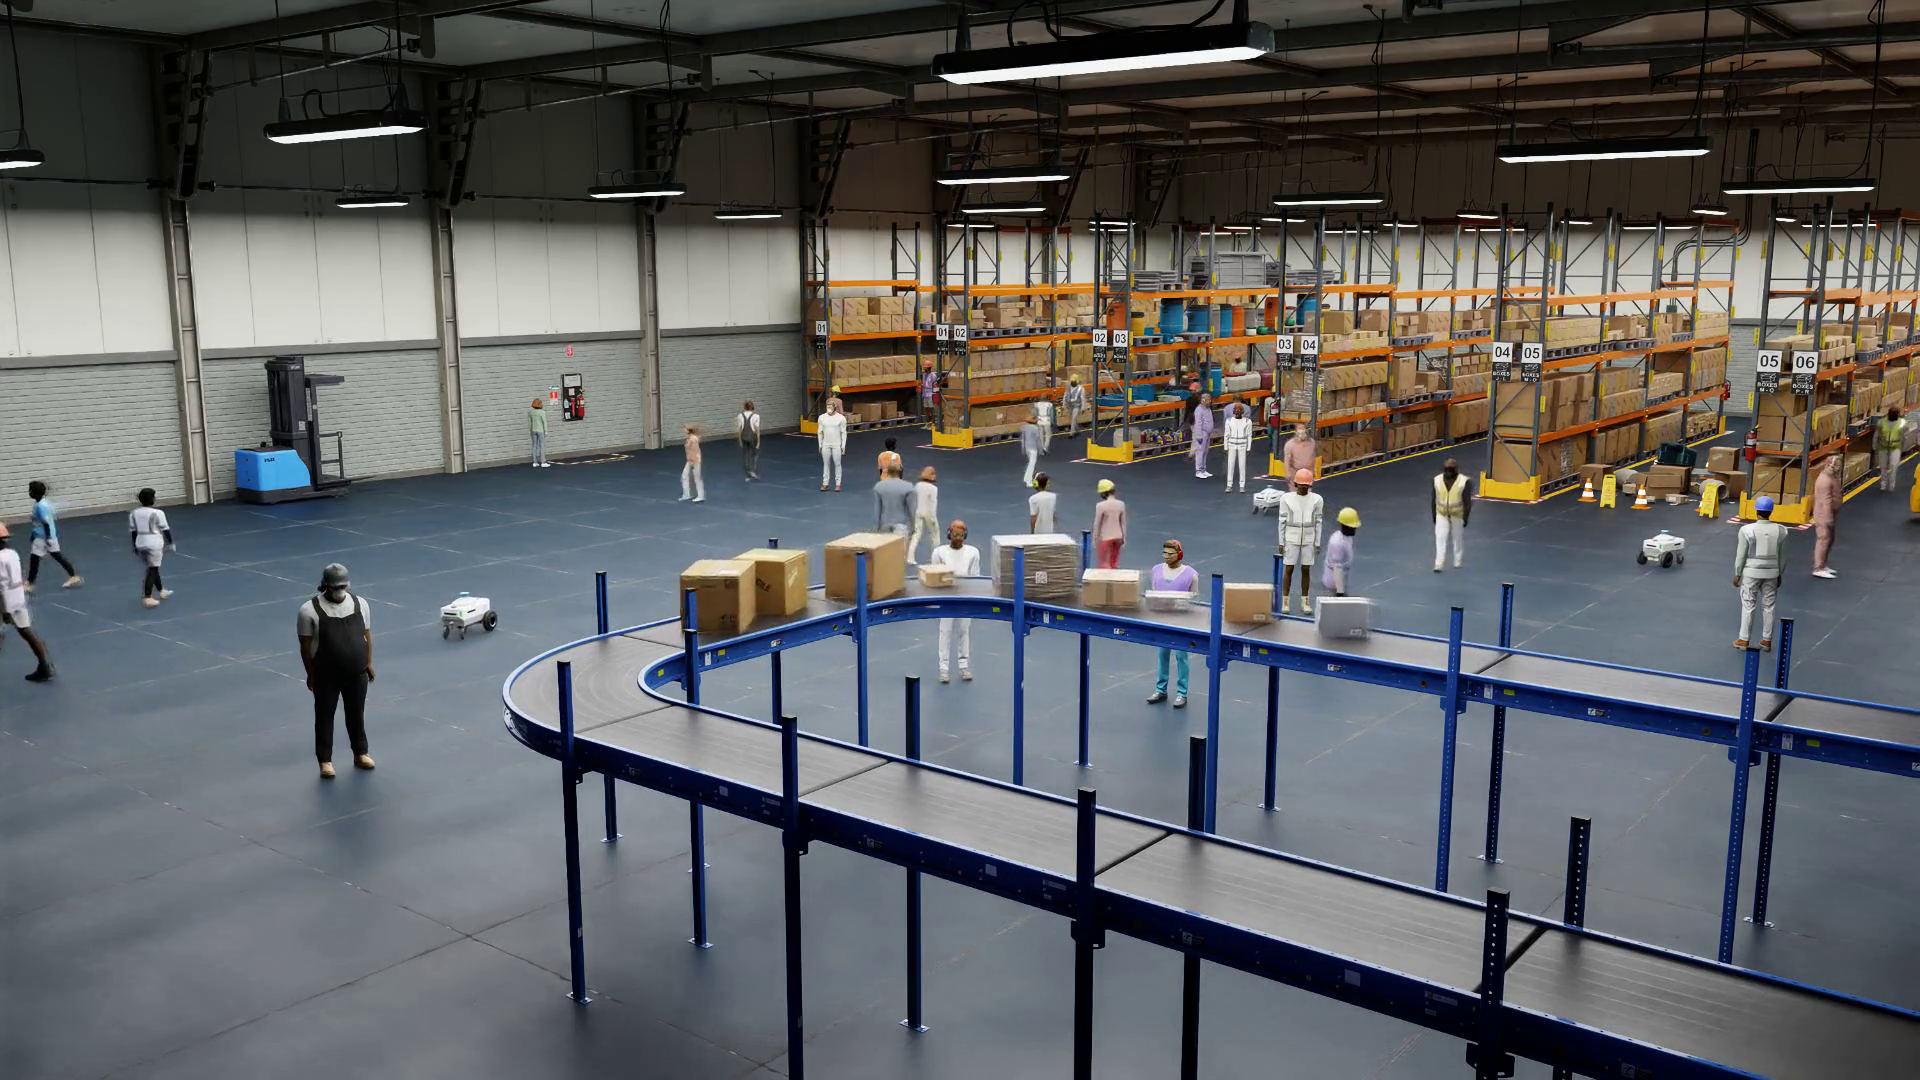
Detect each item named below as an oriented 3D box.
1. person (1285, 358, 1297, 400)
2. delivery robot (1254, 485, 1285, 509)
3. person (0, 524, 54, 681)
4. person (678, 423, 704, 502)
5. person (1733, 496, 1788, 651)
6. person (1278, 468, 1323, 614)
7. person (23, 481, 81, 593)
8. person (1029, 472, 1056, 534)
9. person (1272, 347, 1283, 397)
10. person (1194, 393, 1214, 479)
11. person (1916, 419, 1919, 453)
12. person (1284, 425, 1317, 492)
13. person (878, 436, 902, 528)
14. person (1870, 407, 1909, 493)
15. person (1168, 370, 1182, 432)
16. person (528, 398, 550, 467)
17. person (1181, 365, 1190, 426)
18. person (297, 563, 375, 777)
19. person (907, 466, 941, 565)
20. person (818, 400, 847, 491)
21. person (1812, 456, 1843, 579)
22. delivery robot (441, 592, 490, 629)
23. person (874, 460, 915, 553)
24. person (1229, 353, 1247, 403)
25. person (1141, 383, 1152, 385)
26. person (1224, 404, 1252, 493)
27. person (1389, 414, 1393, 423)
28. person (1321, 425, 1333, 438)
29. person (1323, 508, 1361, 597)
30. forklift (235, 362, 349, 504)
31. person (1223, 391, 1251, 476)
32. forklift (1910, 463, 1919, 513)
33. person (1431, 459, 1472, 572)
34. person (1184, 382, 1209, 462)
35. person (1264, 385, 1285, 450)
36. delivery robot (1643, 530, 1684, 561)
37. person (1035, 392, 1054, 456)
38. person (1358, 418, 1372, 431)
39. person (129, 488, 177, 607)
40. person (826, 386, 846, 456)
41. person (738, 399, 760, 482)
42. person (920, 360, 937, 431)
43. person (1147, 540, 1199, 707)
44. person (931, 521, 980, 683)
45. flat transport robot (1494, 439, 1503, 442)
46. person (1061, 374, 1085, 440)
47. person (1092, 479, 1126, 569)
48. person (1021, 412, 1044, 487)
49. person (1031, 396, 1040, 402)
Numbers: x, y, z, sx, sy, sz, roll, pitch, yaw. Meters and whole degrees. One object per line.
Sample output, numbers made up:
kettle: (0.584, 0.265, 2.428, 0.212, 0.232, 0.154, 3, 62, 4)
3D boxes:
person: (10.680, -4.980, 50.408, 0.541, 1.817, 0.996, 7, 12, 33)
delivery robot: (6.014, -0.822, 30.384, 0.477, 0.478, 0.707, 9, 14, 42)
person: (-11.067, 0.725, 18.085, 1.008, 1.880, 0.571, -1, 10, -8)
person: (-5.486, -1.561, 31.666, 0.667, 1.609, 0.542, -4, 11, -23)
person: (10.027, 0.419, 19.622, 0.601, 1.948, 0.386, 1, 10, 4)
person: (4.713, 0.015, 21.656, 0.605, 2.036, 0.383, 0, 10, 2)
person: (-13.565, -0.065, 23.184, 0.886, 1.652, 0.536, -5, 11, -28)
person: (1.139, -0.080, 22.761, 0.522, 1.835, 0.852, -6, 12, -29)
person: (10.974, -5.770, 54.440, 0.933, 1.965, 0.623, 7, 12, 35)
person: (5.535, -2.363, 35.399, 0.411, 1.908, 0.643, 5, 11, 28)
person: (21.069, -2.080, 33.909, 0.625, 1.879, 1.031, 5, 11, 25)
person: (6.411, -1.253, 29.354, 0.715, 1.833, 1.001, -1, 10, -8)
person: (-1.261, -1.054, 28.622, 0.534, 1.697, 0.318, 8, 13, 38)
person: (19.630, -1.906, 33.086, 0.646, 1.805, 0.856, 8, 13, 38)
person: (6.083, -3.915, 44.383, 0.633, 1.812, 0.815, 10, 14, 43)
person: (-10.035, -2.556, 37.256, 0.500, 1.633, 0.280, 4, 11, 19)
person: (6.674, -4.285, 46.490, 0.636, 1.801, 0.761, 7, 12, 36)
person: (-5.892, 1.231, 14.910, 0.677, 2.000, 0.536, -9, 13, -41)
person: (-0.547, -0.397, 25.217, 0.514, 1.592, 0.844, 9, 14, 42)
person: (-2.721, -2.012, 33.330, 0.629, 1.940, 0.376, 2, 10, 12)
person: (13.416, -0.363, 24.196, 0.395, 1.898, 0.661, 7, 12, 33)
delivery robot: (-6.493, 0.927, 20.540, 0.477, 0.478, 0.707, 3, 10, 16)
person: (-1.002, -0.242, 23.448, 0.642, 1.919, 0.835, 4, 11, 21)
person: (9.018, -5.115, 50.799, 0.641, 1.945, 1.038, 7, 12, 34)
person: (6.042, -5.114, 51.166, 0.599, 1.808, 0.700, 8, 13, 40)
person: (5.869, -1.944, 33.106, 0.583, 1.882, 0.347, 3, 10, 15)
person: (12.601, -4.232, 45.745, 0.613, 1.964, 0.361, -6, 12, -30)
person: (9.652, -3.416, 41.283, 0.540, 1.930, 0.385, -3, 11, -18)
person: (4.670, 0.516, 19.249, 0.523, 1.880, 0.607, 5, 11, 25)
forklift: (-13.803, -2.244, 32.110, 1.129, 2.768, 1.873, 8, 13, 37)
person: (6.318, -2.428, 35.674, 0.635, 1.937, 0.352, 2, 10, 9)
forklift: (19.034, -1.348, 28.998, 2.313, 2.155, 1.214, 8, 13, 37)
person: (7.778, -0.404, 24.743, 0.653, 1.798, 0.971, 6, 12, 29)
person: (5.839, -2.917, 38.412, 0.987, 1.957, 0.632, -8, 13, -40)
person: (8.034, -3.095, 39.961, 0.534, 1.756, 0.448, 2, 10, 13)
delivery robot: (11.364, 0.088, 25.263, 0.707, 0.478, 0.477, -7, 12, -35)
person: (2.112, -2.912, 39.289, 0.516, 1.626, 0.362, 4, 11, 20)
person: (11.036, -3.636, 42.499, 0.593, 1.929, 0.359, 8, 13, 37)
person: (-11.462, 0.086, 22.296, 0.550, 1.665, 0.809, 3, 10, 16)
person: (-3.134, -3.003, 39.425, 0.524, 1.759, 0.328, 7, 12, 33)
person: (-4.669, -2.215, 34.807, 0.507, 1.831, 0.487, 2, 10, 9)
person: (-0.927, -4.172, 45.204, 0.395, 2.038, 0.614, -7, 13, -36)
person: (2.350, 0.899, 17.207, 0.575, 1.843, 0.374, 8, 13, 37)
person: (-0.052, 0.717, 18.207, 0.607, 1.879, 0.495, -2, 10, -13)
flat transport robot: (14.979, -2.806, 42.613, 0.652, 0.197, 1.431, 5, 11, 26)
person: (3.172, -3.703, 43.283, 0.600, 1.799, 0.910, 7, 12, 34)
person: (2.202, -0.012, 22.626, 0.573, 1.735, 0.514, -7, 12, -34)
person: (1.577, -1.959, 33.939, 0.375, 1.621, 0.505, -7, 12, -34)
person: (2.420, -4.894, 49.584, 0.542, 1.929, 0.373, 7, 12, 36)
